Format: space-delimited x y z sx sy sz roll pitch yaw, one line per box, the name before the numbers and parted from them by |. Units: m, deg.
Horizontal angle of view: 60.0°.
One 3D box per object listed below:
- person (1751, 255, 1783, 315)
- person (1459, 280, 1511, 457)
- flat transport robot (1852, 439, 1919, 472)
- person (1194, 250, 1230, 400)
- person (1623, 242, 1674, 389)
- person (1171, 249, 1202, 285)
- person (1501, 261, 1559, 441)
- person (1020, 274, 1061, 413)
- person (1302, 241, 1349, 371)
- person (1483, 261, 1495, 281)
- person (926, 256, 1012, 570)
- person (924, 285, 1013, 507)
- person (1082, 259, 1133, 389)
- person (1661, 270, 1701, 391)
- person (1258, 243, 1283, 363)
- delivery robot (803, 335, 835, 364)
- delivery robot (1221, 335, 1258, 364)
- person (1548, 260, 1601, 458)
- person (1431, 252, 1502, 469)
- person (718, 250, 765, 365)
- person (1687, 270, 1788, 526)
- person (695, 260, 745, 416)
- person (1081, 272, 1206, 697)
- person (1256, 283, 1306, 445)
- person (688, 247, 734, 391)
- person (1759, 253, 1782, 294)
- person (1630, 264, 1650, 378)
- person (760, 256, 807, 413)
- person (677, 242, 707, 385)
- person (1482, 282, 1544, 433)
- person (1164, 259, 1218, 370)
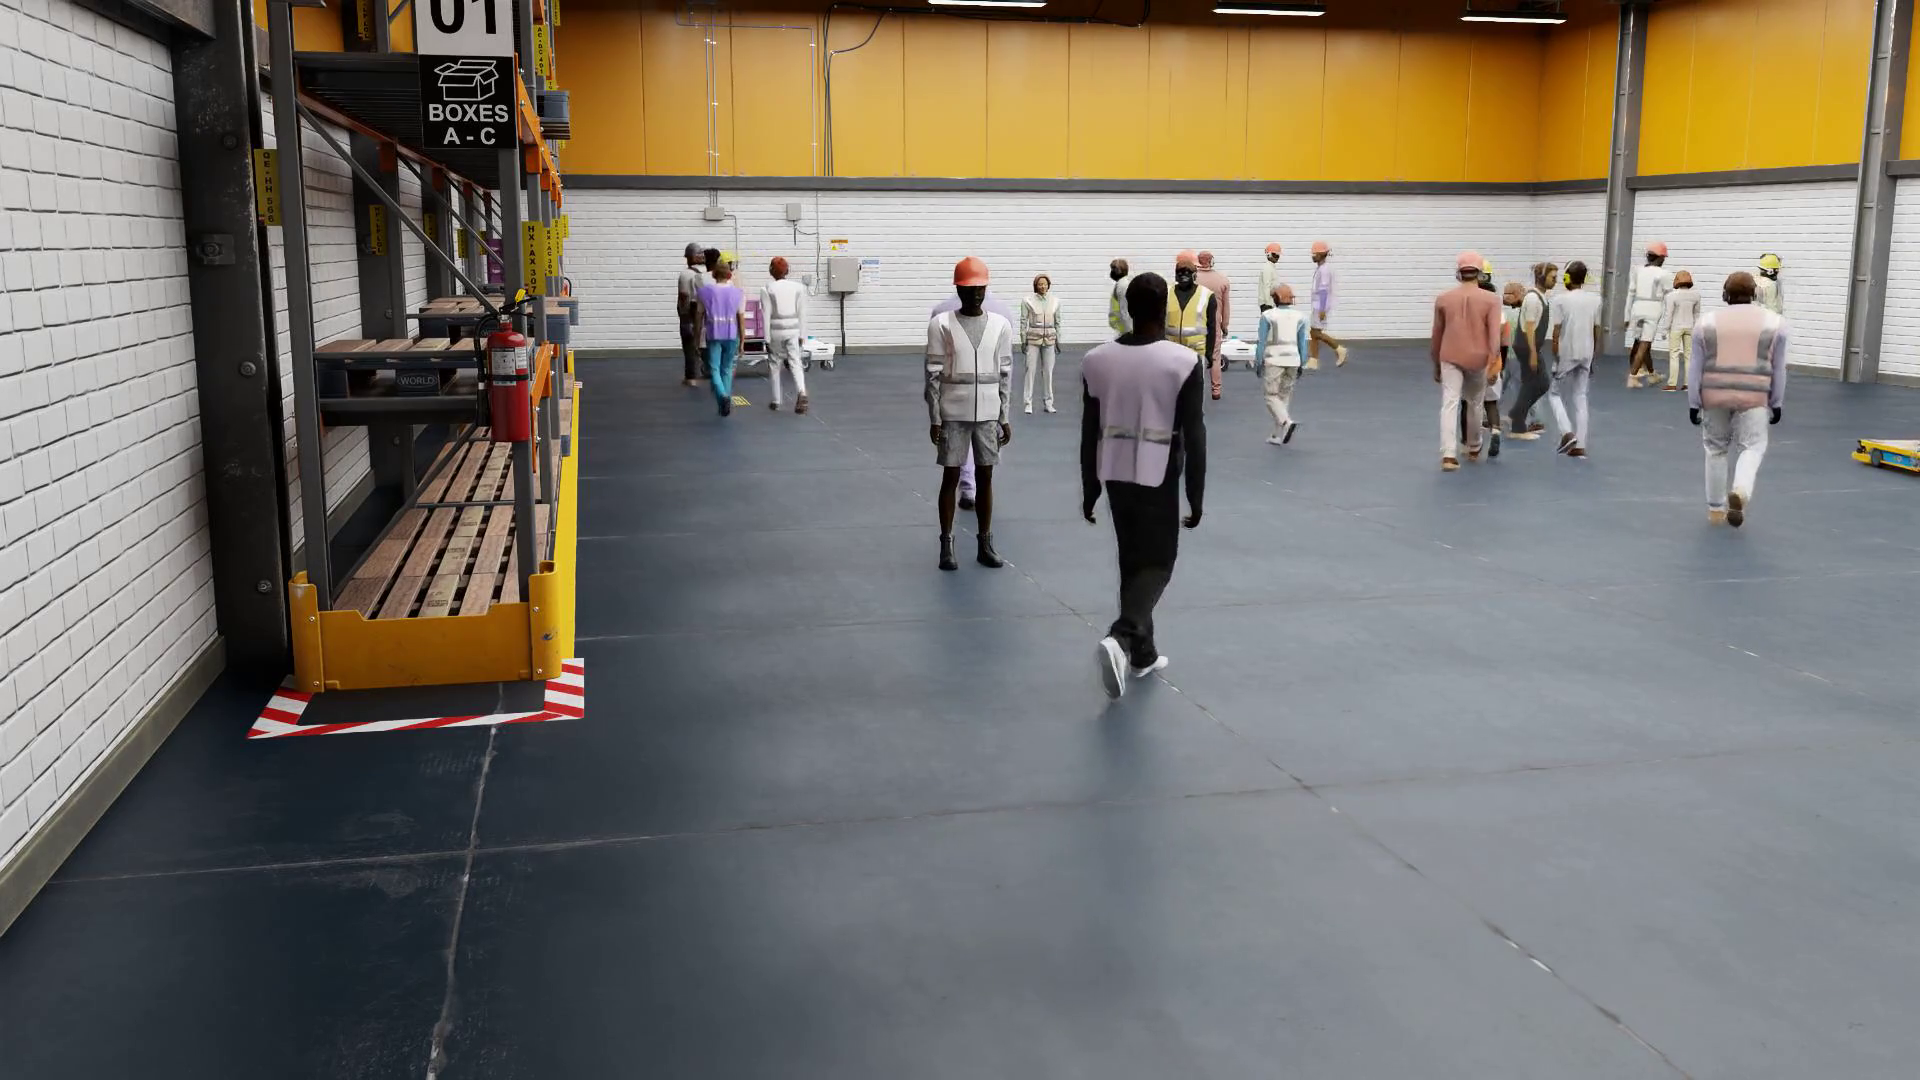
person | 10.789 -2.892 22.307 0.403 1.832 0.593 -1 10 -3
person | 4.863 -1.579 15.506 0.530 1.675 0.680 2 10 10
flat transport robot | 8.535 -0.720 14.598 0.652 0.197 1.431 0 10 0
person | 3.118 -2.743 21.282 0.651 1.904 0.401 -1 10 -4
person | 9.541 -3.076 22.877 0.991 1.988 0.608 -6 12 -28
person | 2.508 -2.290 18.689 0.373 1.933 0.549 1 10 4
person | 5.818 -1.906 16.875 0.411 1.821 0.561 5 11 26
person | 0.950 -2.313 19.635 0.510 1.640 0.308 -3 11 -16
person | 5.658 -3.624 25.830 0.688 2.029 0.631 0 10 2
person | 6.762 -2.741 21.656 0.312 1.768 0.530 1 10 7
person | 0.067 -0.782 10.324 0.545 1.939 0.354 -3 11 -15
person | 0.066 -1.201 12.883 0.652 1.861 0.995 -2 10 -10
person | 2.111 -2.751 21.656 0.974 1.783 0.636 4 11 21
person | 9.734 -2.821 22.467 0.498 1.633 0.279 -1 10 -8
person | 5.079 -3.865 27.270 0.392 1.988 0.609 2 11 13
delivery robot | -2.313 -2.944 25.878 0.707 0.478 0.477 -5 11 -27
delivery robot | 4.267 -2.946 25.888 0.707 0.478 0.477 1 10 4
person | 5.751 -1.687 15.591 0.491 1.854 0.429 -1 10 -3
person | 4.543 -1.612 14.951 0.628 1.922 1.088 5 11 26
person | -3.651 -3.760 27.029 0.976 1.880 0.590 -1 10 -6
person | 5.459 -0.981 11.732 0.637 1.825 0.708 5 11 27
person | -2.729 -2.297 19.083 0.583 1.809 0.812 -3 11 -18
person | 0.798 -0.254 7.521 0.603 1.900 0.801 6 12 32
person | 3.198 -1.716 16.399 0.529 1.618 0.572 -3 11 -16
person | -3.297 -2.918 22.141 0.633 1.944 0.682 -5 11 -24
person | 11.188 -3.046 23.105 0.560 1.848 0.424 -8 13 -37
person | 10.159 -3.249 24.662 0.317 1.695 0.540 9 14 42
person | -2.068 -2.422 19.672 0.572 1.858 0.887 -5 11 -24
person | -3.612 -3.159 23.208 0.783 2.000 0.684 9 14 42
person | 5.873 -1.940 17.698 0.852 1.583 0.516 6 12 32
person | 2.246 -1.879 16.669 0.624 1.845 0.430 3 11 17
